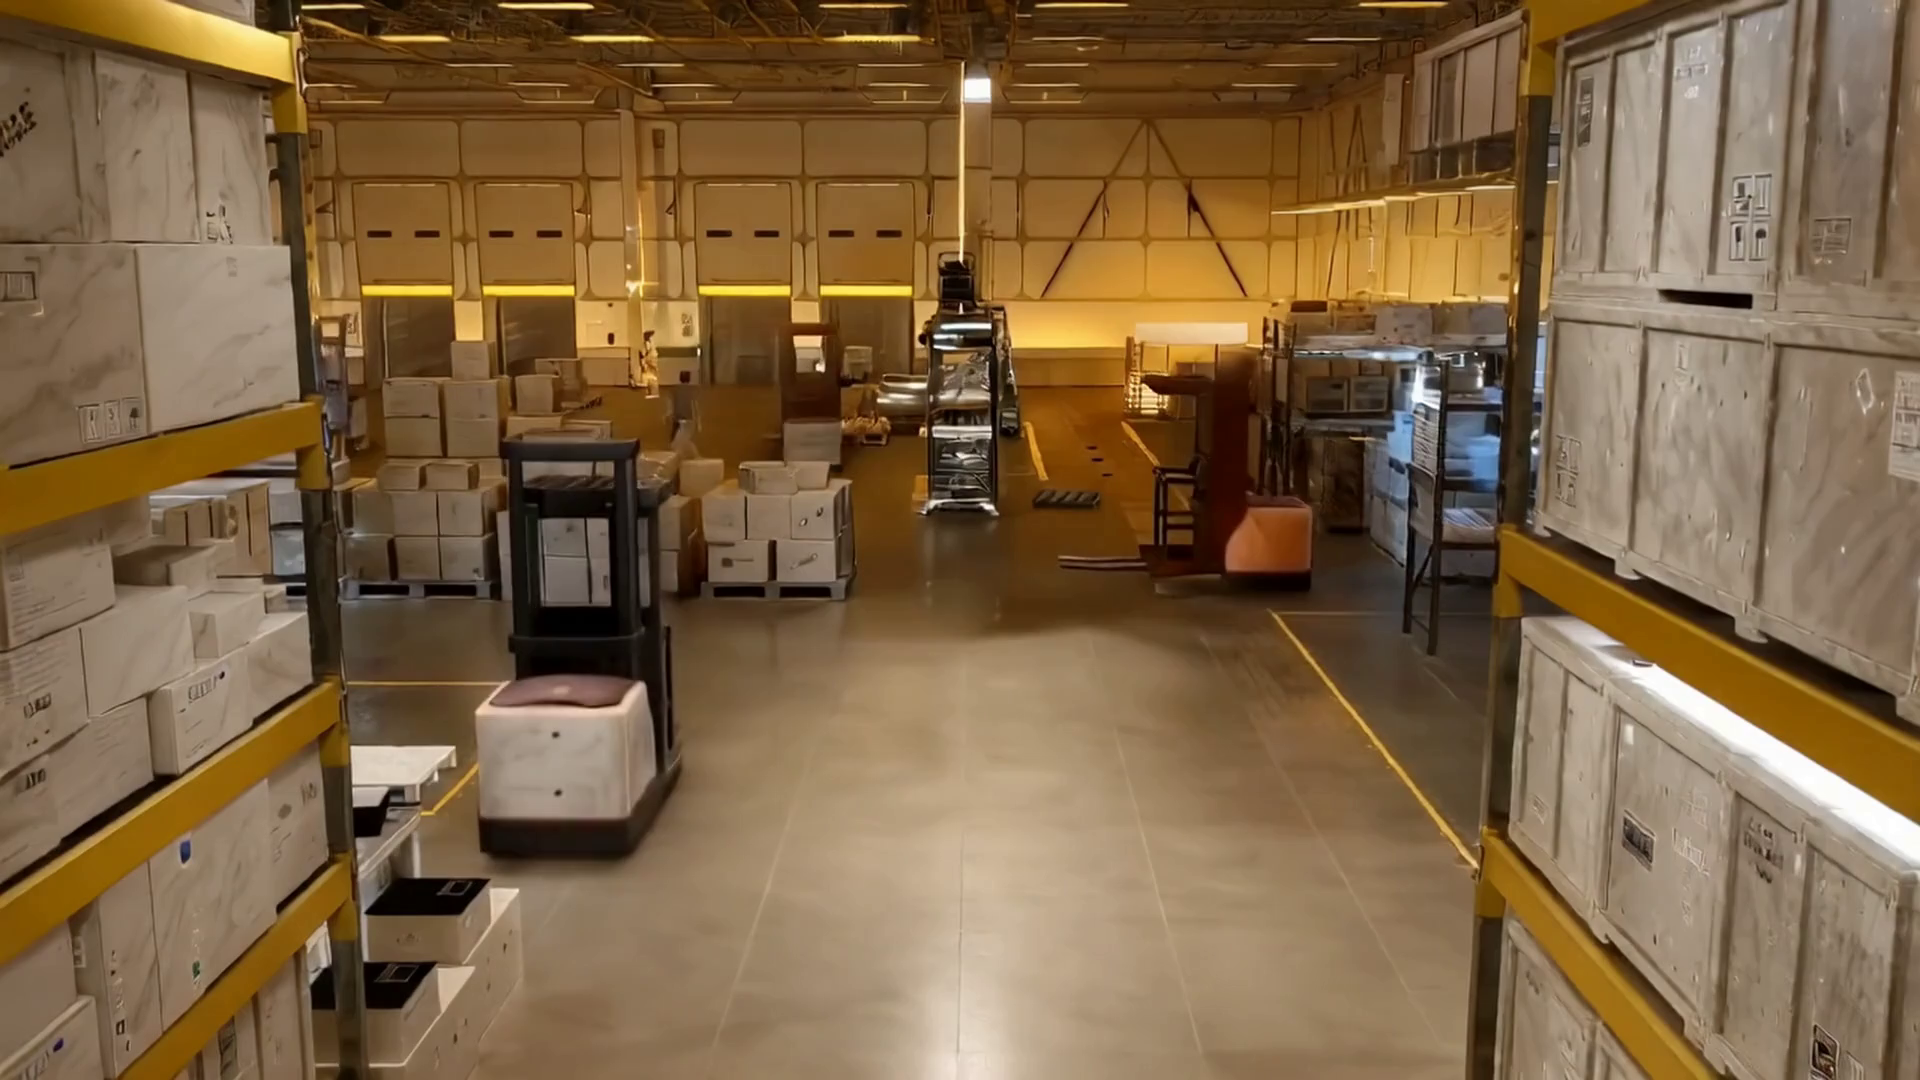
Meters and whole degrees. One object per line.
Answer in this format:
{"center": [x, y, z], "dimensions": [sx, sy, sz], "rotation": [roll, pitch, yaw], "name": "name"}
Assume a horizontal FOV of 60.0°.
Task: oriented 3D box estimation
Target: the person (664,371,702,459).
{"center": [-5.248, -2.272, 31.726], "dimensions": [0.796, 1.888, 0.571], "rotation": [2, 10, 12], "name": "person"}

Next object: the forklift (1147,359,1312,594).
{"center": [3.309, -0.802, 20.328], "dimensions": [1.873, 2.768, 1.129], "rotation": [0, 10, 1], "name": "forklift"}

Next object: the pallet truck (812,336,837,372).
{"center": [-3.021, -4.312, 43.126], "dimensions": [1.885, 1.965, 0.823], "rotation": [3, 10, 17], "name": "pallet truck"}

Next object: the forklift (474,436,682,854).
{"center": [-2.755, 0.647, 11.970], "dimensions": [1.129, 2.768, 1.873], "rotation": [0, 10, 1], "name": "forklift"}

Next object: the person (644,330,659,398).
{"center": [-8.772, -4.987, 47.227], "dimensions": [0.389, 1.930, 0.544], "rotation": [-8, 12, -38], "name": "person"}

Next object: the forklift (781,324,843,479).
{"center": [-2.741, -2.587, 30.628], "dimensions": [1.129, 2.768, 1.873], "rotation": [-1, 10, -6], "name": "forklift"}

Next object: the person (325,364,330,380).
{"center": [-14.548, -3.355, 37.785], "dimensions": [0.376, 1.934, 0.547], "rotation": [4, 11, 22], "name": "person"}

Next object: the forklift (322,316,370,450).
{"center": [-12.995, -3.188, 34.094], "dimensions": [1.129, 2.768, 1.873], "rotation": [0, 10, -1], "name": "forklift"}
